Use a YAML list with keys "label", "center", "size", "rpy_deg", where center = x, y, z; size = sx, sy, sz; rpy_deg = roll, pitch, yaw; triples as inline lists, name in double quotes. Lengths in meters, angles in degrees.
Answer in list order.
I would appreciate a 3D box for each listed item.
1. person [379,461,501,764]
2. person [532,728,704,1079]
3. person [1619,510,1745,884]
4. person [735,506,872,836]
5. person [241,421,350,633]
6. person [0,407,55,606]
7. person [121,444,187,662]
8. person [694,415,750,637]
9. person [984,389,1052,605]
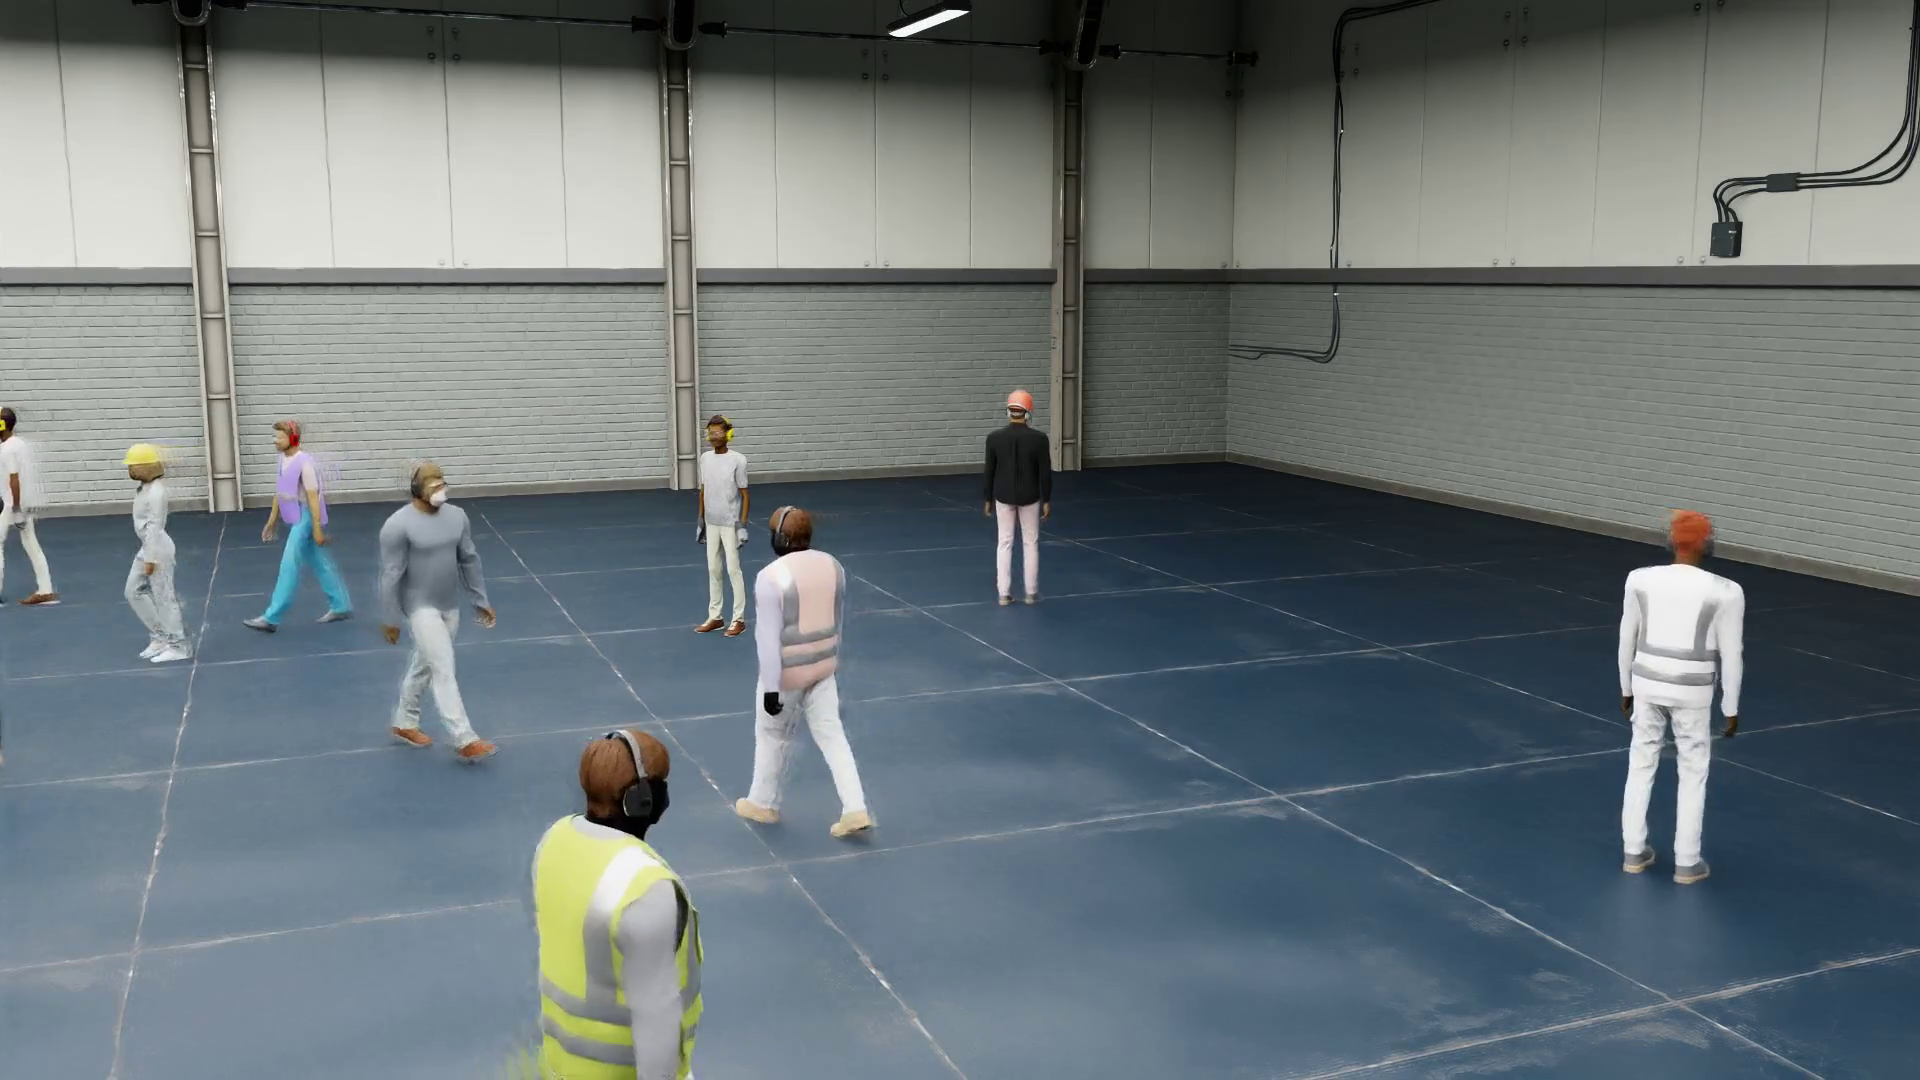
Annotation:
- label: "person"
  center: [-3.288, 0.441, 10.444]
  size: [1.015, 1.890, 0.647]
  rpy_deg: [5, 10, 28]
- label: "person"
  center: [-0.950, 1.414, 4.531]
  size: [0.520, 1.829, 0.632]
  rpy_deg: [-8, 12, -41]
- label: "person"
  center: [3.595, 0.782, 8.321]
  size: [0.595, 1.877, 0.373]
  rpy_deg: [7, 12, 39]
- label: "person"
  center: [-0.844, 0.711, 9.015]
  size: [0.951, 1.808, 0.645]
  rpy_deg: [8, 12, 42]
- label: "person"
  center: [-5.702, -0.121, 14.225]
  size: [0.972, 1.796, 0.567]
  rpy_deg: [-7, 11, -37]
- label: "person"
  center: [-8.760, -0.296, 15.206]
  size: [0.829, 1.837, 0.514]
  rpy_deg: [-2, 9, -10]
- label: "person"
  center: [-6.340, 0.107, 13.024]
  size: [0.476, 1.725, 0.518]
  rpy_deg: [-6, 11, -34]
- label: "person"
  center: [-2.014, -0.121, 14.021]
  size: [0.531, 1.868, 0.318]
  rpy_deg: [5, 10, 30]
- label: "person"
  center: [0.540, -0.390, 15.317]
  size: [0.624, 1.992, 0.392]
  rpy_deg: [2, 9, 11]
